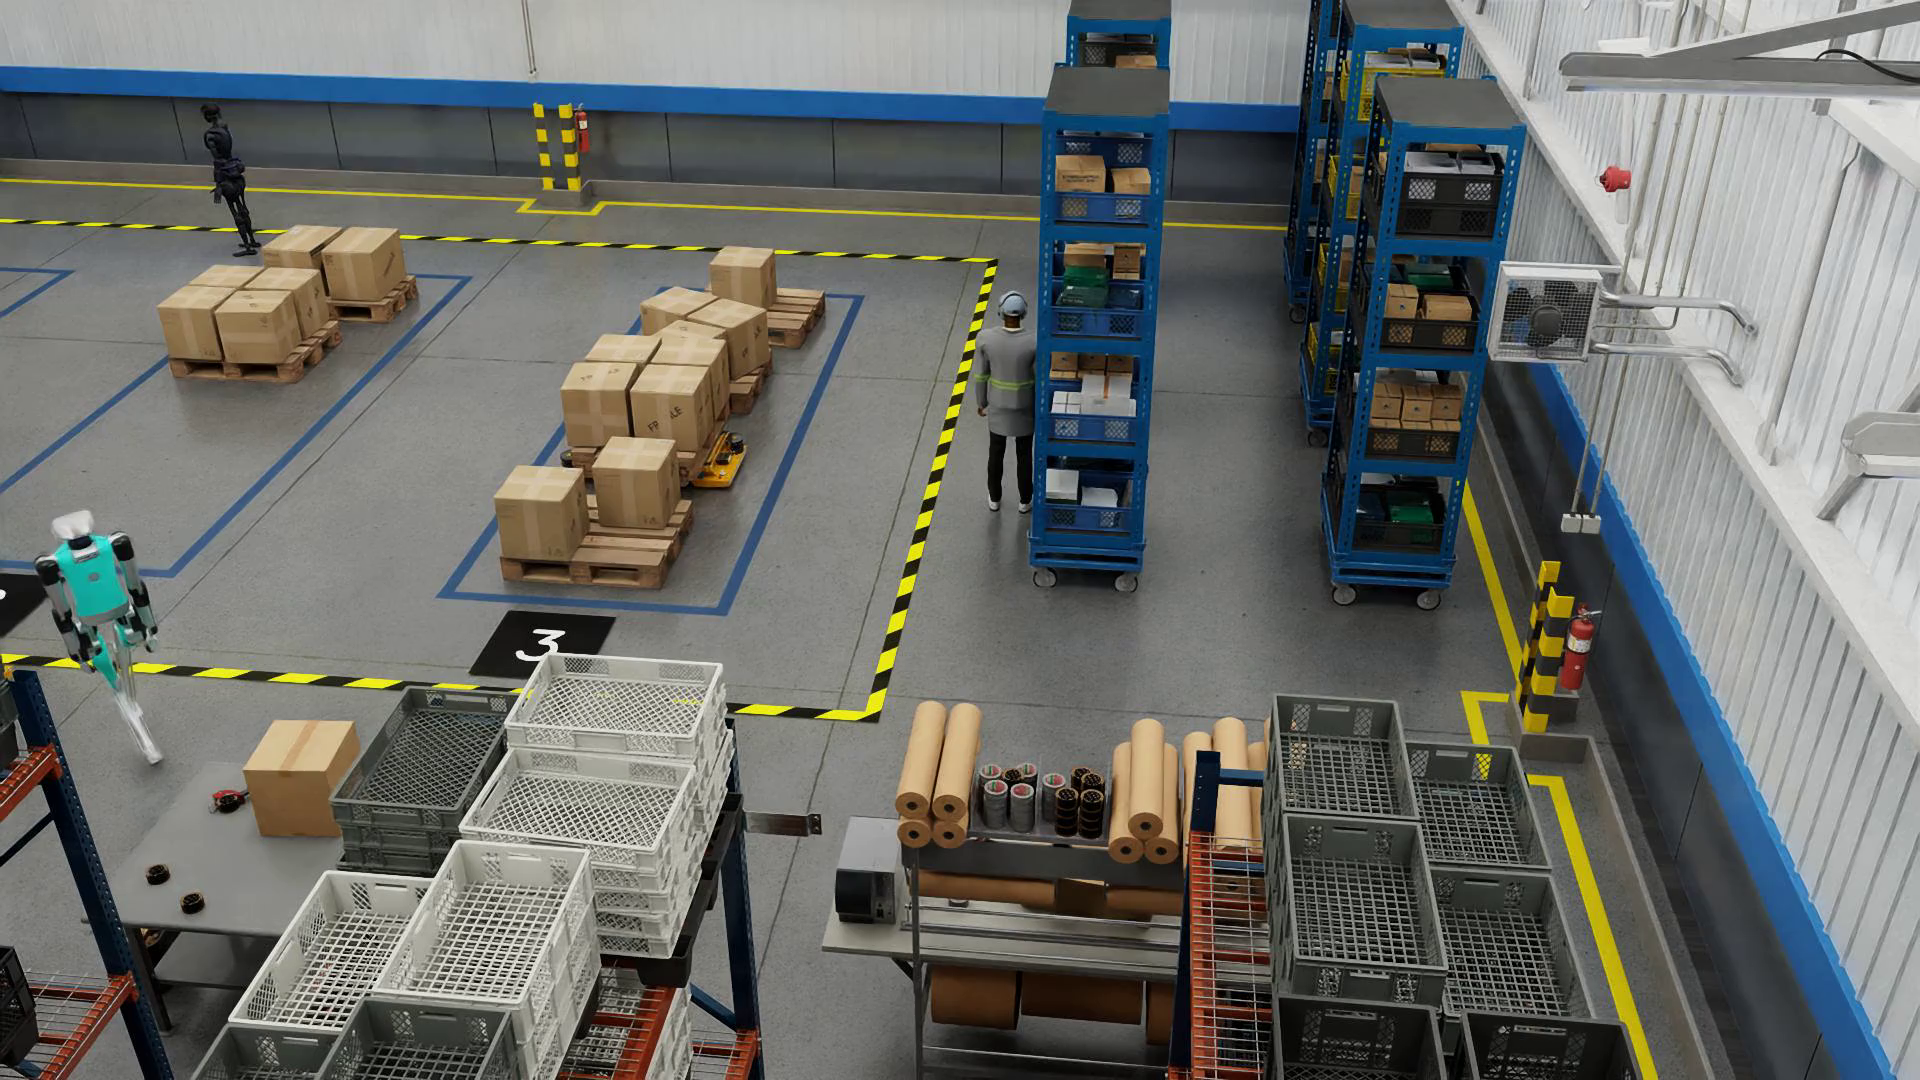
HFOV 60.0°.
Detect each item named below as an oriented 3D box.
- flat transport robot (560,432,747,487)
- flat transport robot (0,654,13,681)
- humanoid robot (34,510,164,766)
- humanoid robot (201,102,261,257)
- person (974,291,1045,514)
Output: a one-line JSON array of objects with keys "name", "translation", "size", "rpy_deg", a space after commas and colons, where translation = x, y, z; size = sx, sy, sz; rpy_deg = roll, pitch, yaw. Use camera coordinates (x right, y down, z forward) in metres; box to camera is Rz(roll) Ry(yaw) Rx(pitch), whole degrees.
[{"name": "flat transport robot", "translation": [-2.554, -0.707, 13.861], "size": [1.431, 0.197, 0.652], "rpy_deg": [3, 30, 6]}, {"name": "flat transport robot", "translation": [-7.142, 0.969, 11.010], "size": [1.431, 0.231, 0.659], "rpy_deg": [3, 30, 6]}, {"name": "humanoid robot", "translation": [-5.323, 0.535, 10.332], "size": [0.553, 1.753, 1.047], "rpy_deg": [-21, 36, -32]}, {"name": "humanoid robot", "translation": [-7.906, -3.901, 17.961], "size": [0.315, 1.655, 0.599], "rpy_deg": [-2, 30, -4]}, {"name": "person", "translation": [0.409, -1.069, 12.935], "size": [0.594, 1.852, 0.363], "rpy_deg": [6, 31, 10]}]
